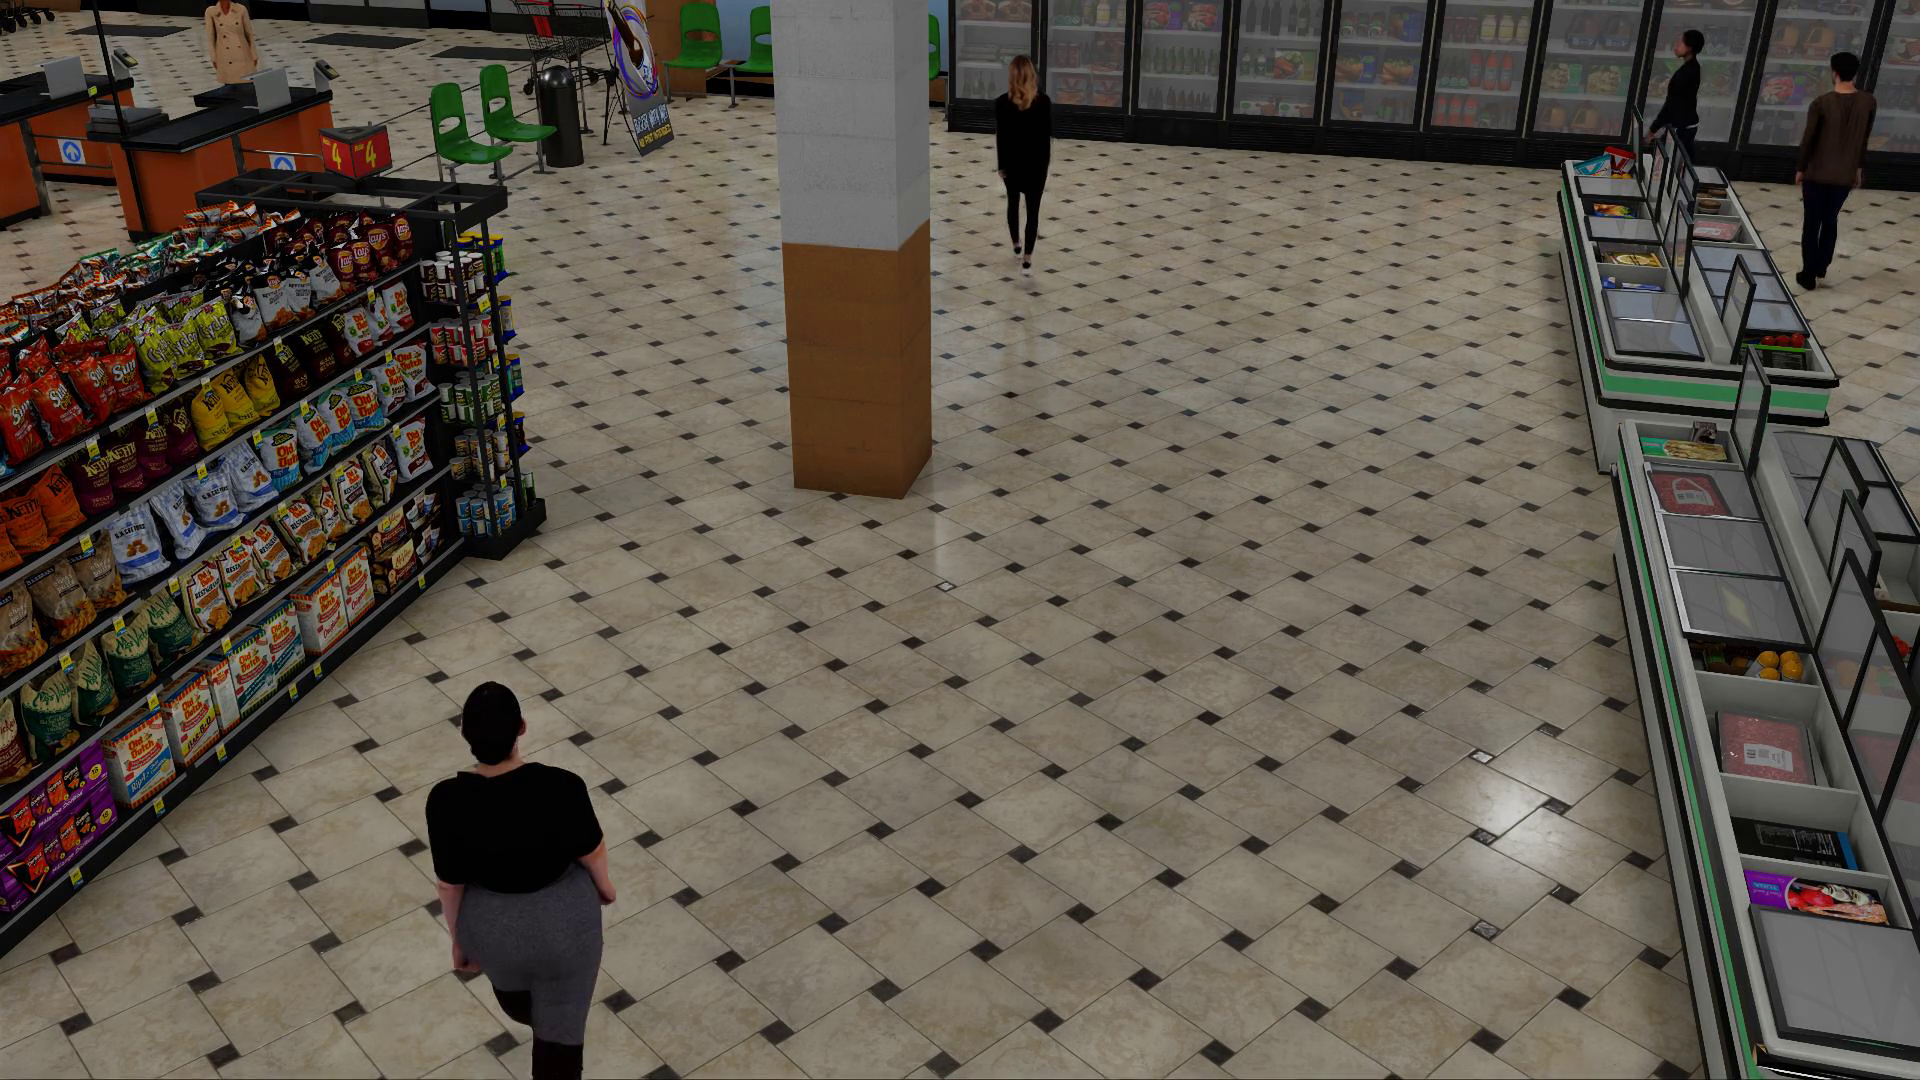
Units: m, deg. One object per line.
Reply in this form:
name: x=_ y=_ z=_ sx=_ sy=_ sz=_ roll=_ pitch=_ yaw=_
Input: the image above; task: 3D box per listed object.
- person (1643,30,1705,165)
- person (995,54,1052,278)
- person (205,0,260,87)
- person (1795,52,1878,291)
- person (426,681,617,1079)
person: x=6.324 y=-3.439 z=14.410 sx=0.775 sy=1.779 sz=1.150 roll=12 pitch=29 yaw=23
person: x=0.531 y=-3.000 z=13.569 sx=0.722 sy=1.757 sz=1.216 roll=3 pitch=27 yaw=6
person: x=-7.865 y=-5.222 z=18.034 sx=0.718 sy=1.682 sz=0.740 roll=-10 pitch=29 yaw=-19
person: x=6.947 y=-2.893 z=13.237 sx=0.712 sy=1.868 sz=0.656 roll=3 pitch=27 yaw=6
person: x=-1.339 y=1.291 z=5.159 sx=0.849 sy=1.710 sz=1.167 roll=0 pitch=27 yaw=0
